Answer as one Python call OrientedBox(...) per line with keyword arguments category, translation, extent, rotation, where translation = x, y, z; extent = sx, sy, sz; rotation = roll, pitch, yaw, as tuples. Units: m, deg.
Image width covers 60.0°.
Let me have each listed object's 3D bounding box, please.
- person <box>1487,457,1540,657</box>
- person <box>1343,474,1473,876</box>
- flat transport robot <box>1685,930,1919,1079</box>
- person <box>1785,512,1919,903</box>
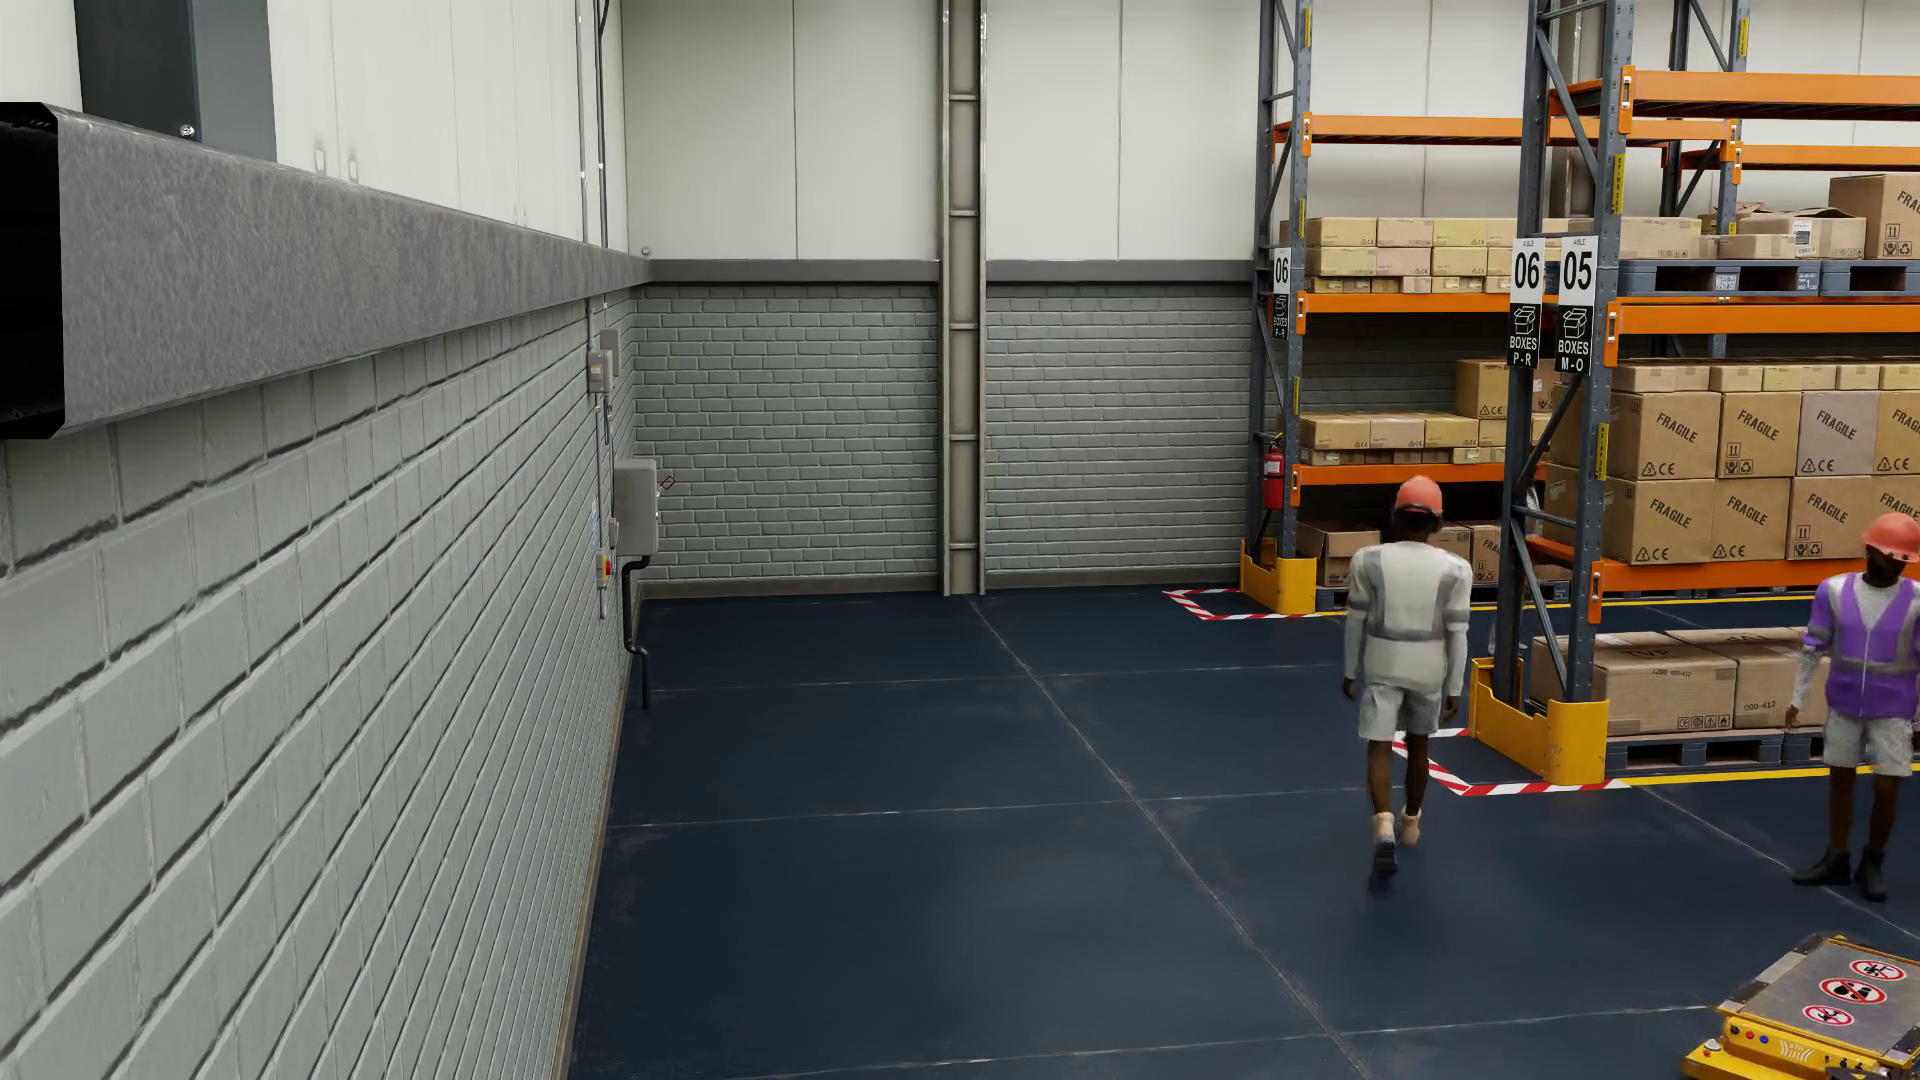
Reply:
OrientedBox(category="person", translation=(4.384, 0.123, 13.075), extent=(0.323, 1.615, 0.598), rotation=(5, 10, 27))
OrientedBox(category="person", translation=(2.261, 0.677, 8.433), extent=(0.611, 2.013, 0.931), rotation=(2, 9, 11))
OrientedBox(category="flat transport robot", translation=(3.433, 1.864, 6.444), extent=(1.431, 0.197, 0.652), rotation=(-9, 13, -44))
OrientedBox(category="person", translation=(4.326, 0.800, 7.978), extent=(0.610, 1.916, 0.436), rotation=(8, 12, 41))
